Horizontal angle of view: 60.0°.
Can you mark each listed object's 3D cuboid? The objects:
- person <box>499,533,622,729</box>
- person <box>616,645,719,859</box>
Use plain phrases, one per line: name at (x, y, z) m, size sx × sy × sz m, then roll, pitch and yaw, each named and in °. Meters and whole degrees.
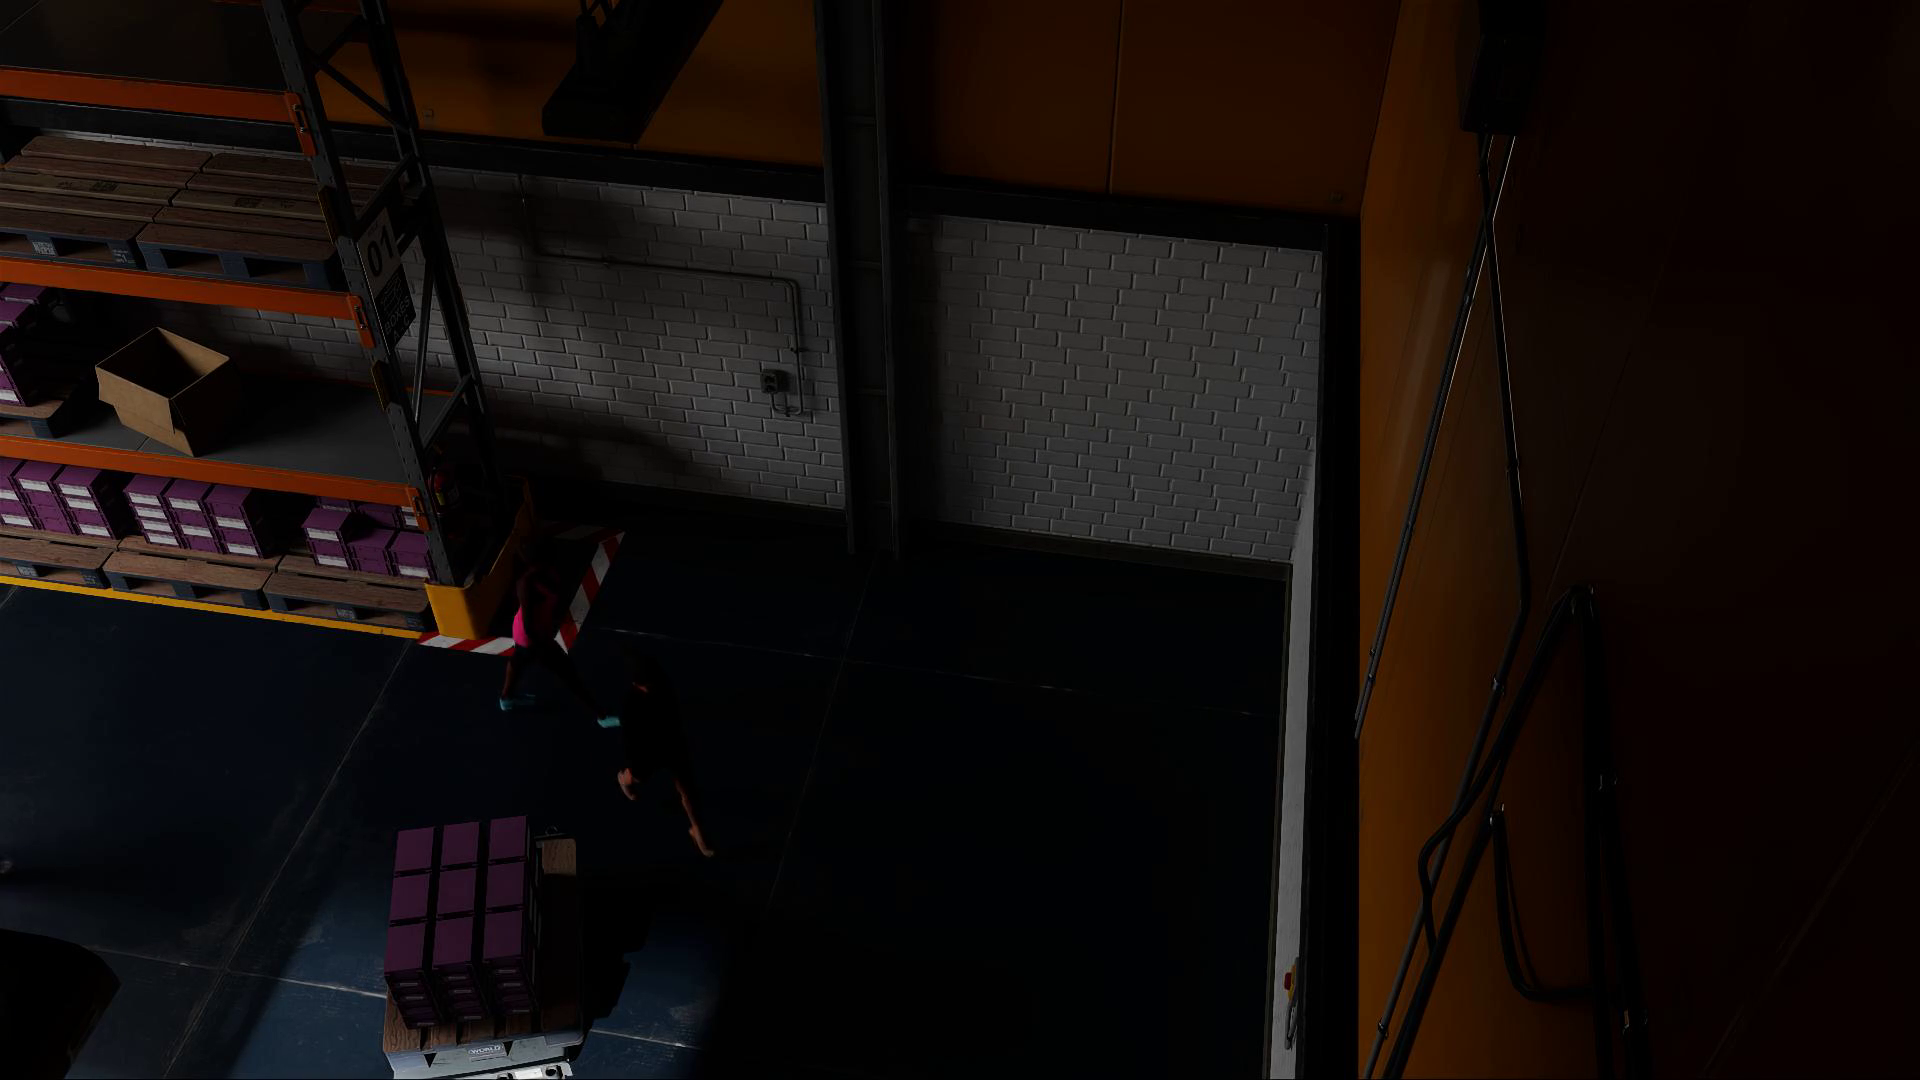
person at (-2.735, 0.618, 10.443) m, size 1.174 × 1.642 × 0.670 m, roll -1°, pitch 44°, yaw -1°
person at (-1.859, 1.219, 9.843) m, size 1.130 × 1.599 × 0.959 m, roll 34°, pitch 53°, yaw 30°
